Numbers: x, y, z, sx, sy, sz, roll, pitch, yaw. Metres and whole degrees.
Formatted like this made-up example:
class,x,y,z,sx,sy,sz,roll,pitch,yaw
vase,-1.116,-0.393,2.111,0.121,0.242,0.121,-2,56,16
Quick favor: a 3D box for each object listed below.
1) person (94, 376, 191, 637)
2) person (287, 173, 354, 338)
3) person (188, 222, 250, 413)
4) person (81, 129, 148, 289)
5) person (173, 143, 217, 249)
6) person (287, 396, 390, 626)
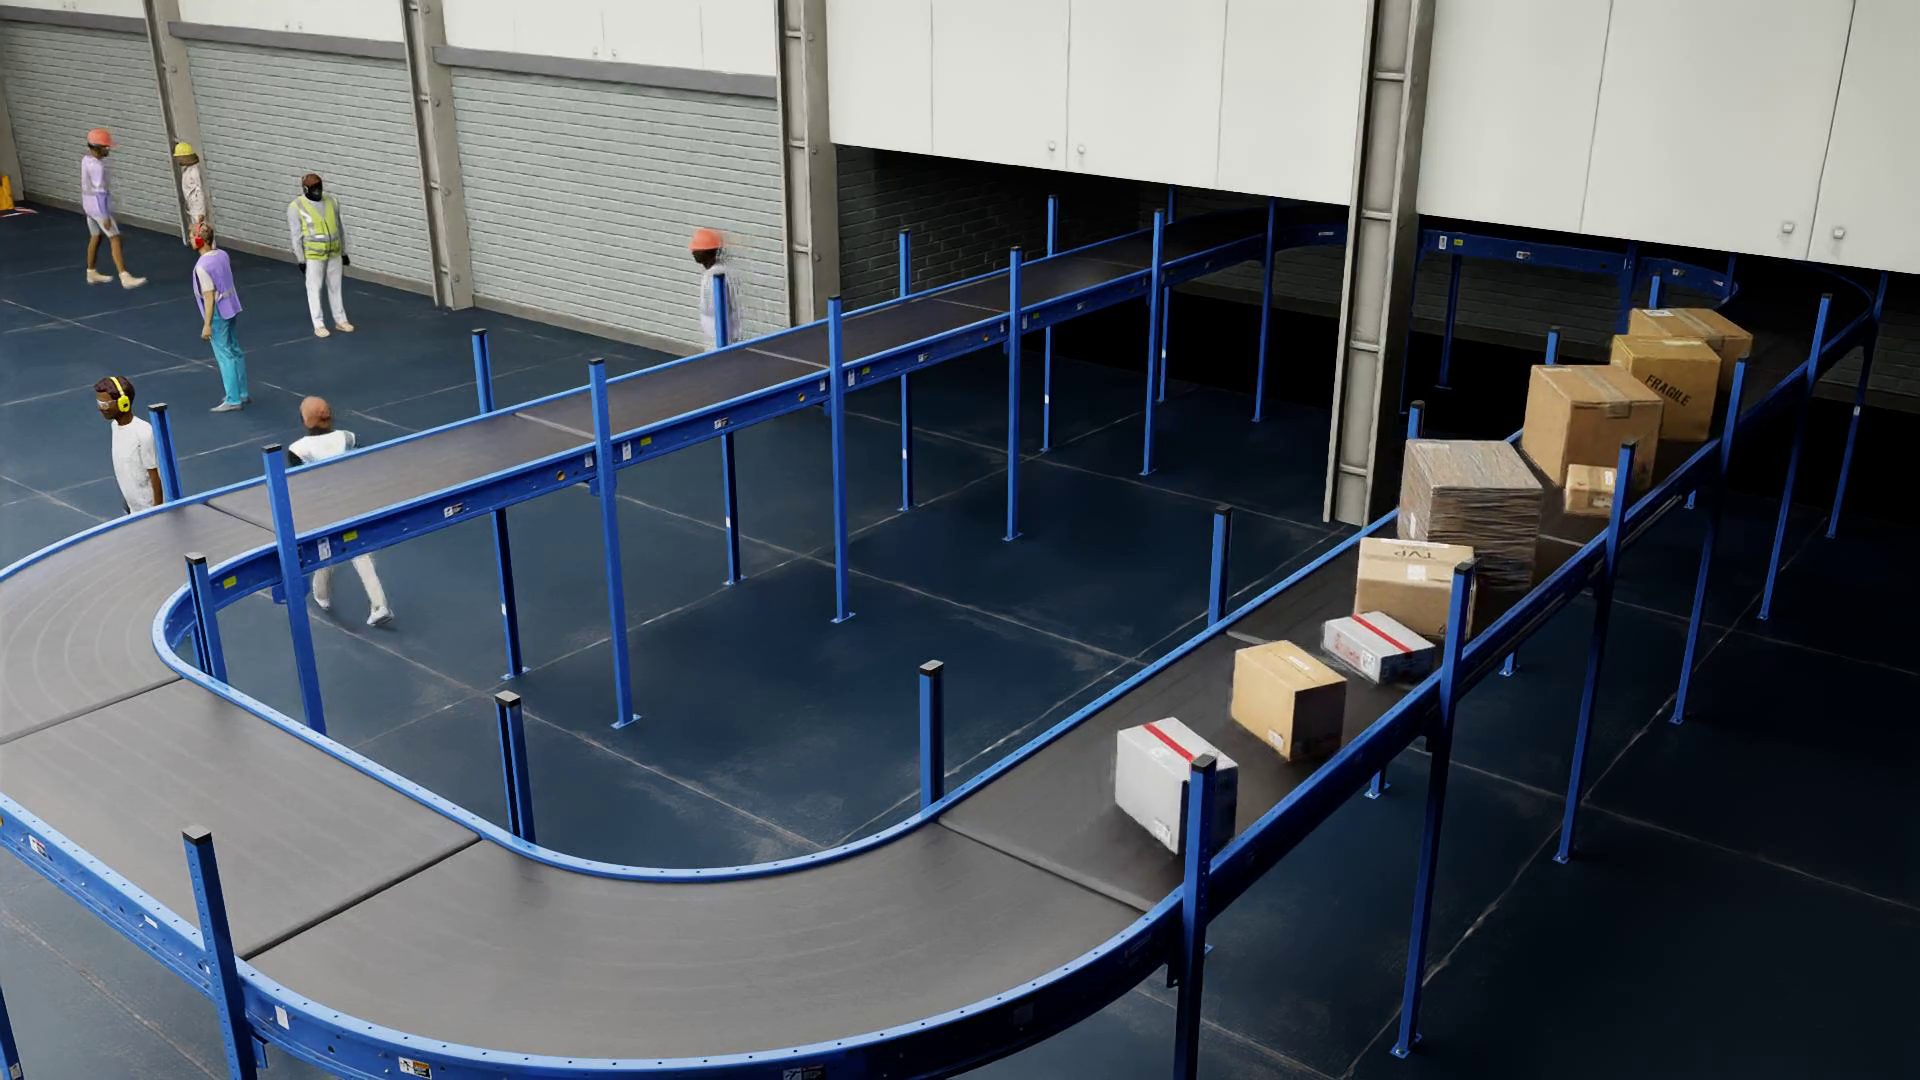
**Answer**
class,x,y,z,sx,sy,sz,roll,pitch,yaw
person,-5.478,-0.204,11.176,0.518,1.863,0.317,17,27,36
person,-7.258,-3.246,18.924,0.429,1.841,0.630,16,27,35
person,-7.190,-2.160,16.157,0.388,1.847,0.564,-1,21,-2
person,-10.904,-4.210,21.187,0.562,1.999,0.788,-17,27,-36
person,-10.008,-4.324,21.796,0.321,1.741,0.489,-14,26,-32
person,-4.321,-0.191,11.499,0.555,1.593,0.870,-18,28,-38
